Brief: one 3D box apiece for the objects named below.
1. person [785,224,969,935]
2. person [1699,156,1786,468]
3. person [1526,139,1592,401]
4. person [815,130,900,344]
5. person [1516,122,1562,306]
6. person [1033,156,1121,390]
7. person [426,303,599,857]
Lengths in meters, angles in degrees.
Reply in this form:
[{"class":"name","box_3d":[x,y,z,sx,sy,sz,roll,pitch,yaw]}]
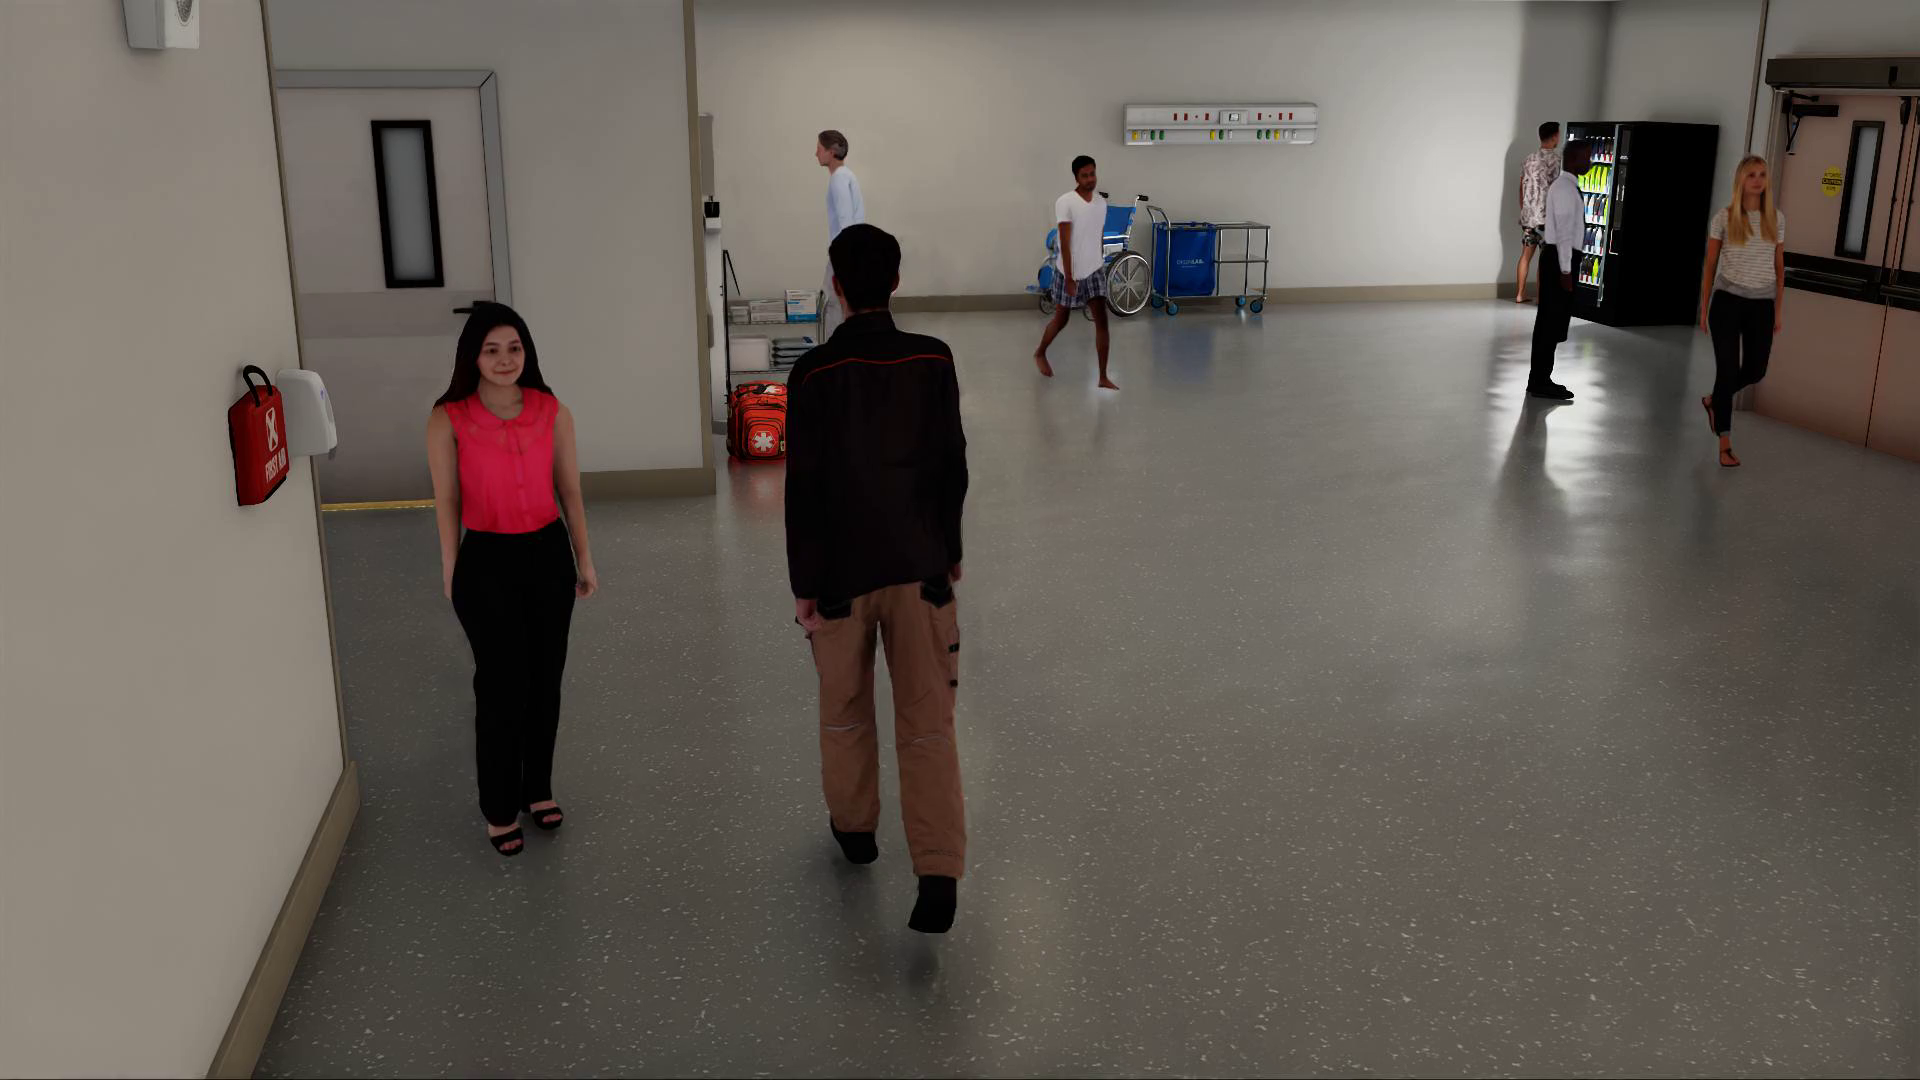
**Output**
[{"class":"person","box_3d":[-0.185,0.146,4.482,0.751,1.886,1.227,-4,16,-13]},{"class":"person","box_3d":[4.678,-1.382,10.036,0.740,1.814,1.013,1,16,2]},{"class":"person","box_3d":[4.339,-1.969,12.077,0.765,1.836,0.597,3,16,10]},{"class":"person","box_3d":[-0.771,-2.199,12.890,0.915,1.837,1.089,1,16,5]},{"class":"person","box_3d":[5.895,-3.313,16.883,0.803,1.815,0.644,-10,19,-32]},{"class":"person","box_3d":[0.825,-1.964,12.350,0.920,1.677,1.248,-10,18,-31]},{"class":"person","box_3d":[-1.383,0.105,5.065,0.723,1.649,0.785,-12,20,-37]}]
